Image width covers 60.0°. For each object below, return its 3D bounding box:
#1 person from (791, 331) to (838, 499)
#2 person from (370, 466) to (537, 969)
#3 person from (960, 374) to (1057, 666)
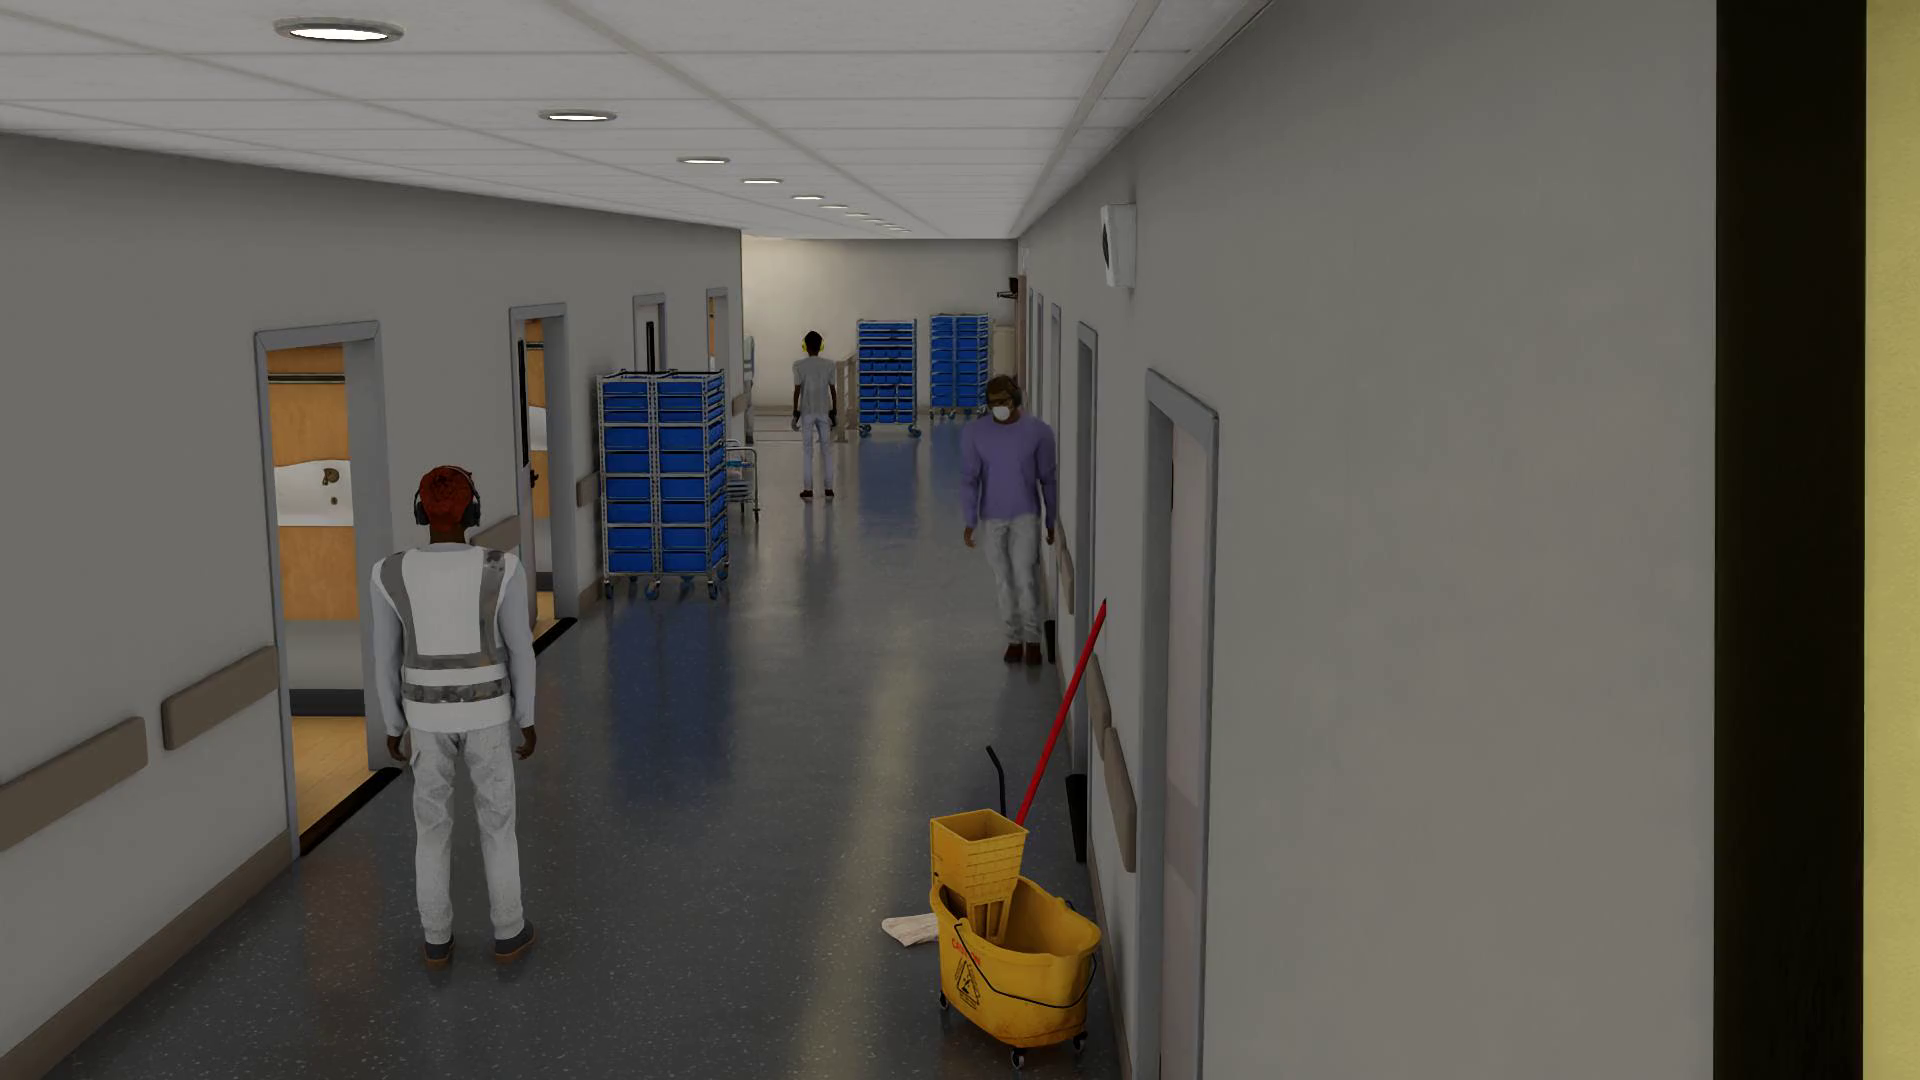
[{"bbox_3d":[-1.620,-1.390,18.518,0.535,1.864,0.309,-3,10,-17],"label":"person"},{"bbox_3d":[-1.860,0.661,6.184,0.573,1.883,0.356,-1,10,-7],"label":"person"},{"bbox_3d":[0.316,-0.122,10.803,0.643,1.903,0.609,2,10,11],"label":"person"}]
